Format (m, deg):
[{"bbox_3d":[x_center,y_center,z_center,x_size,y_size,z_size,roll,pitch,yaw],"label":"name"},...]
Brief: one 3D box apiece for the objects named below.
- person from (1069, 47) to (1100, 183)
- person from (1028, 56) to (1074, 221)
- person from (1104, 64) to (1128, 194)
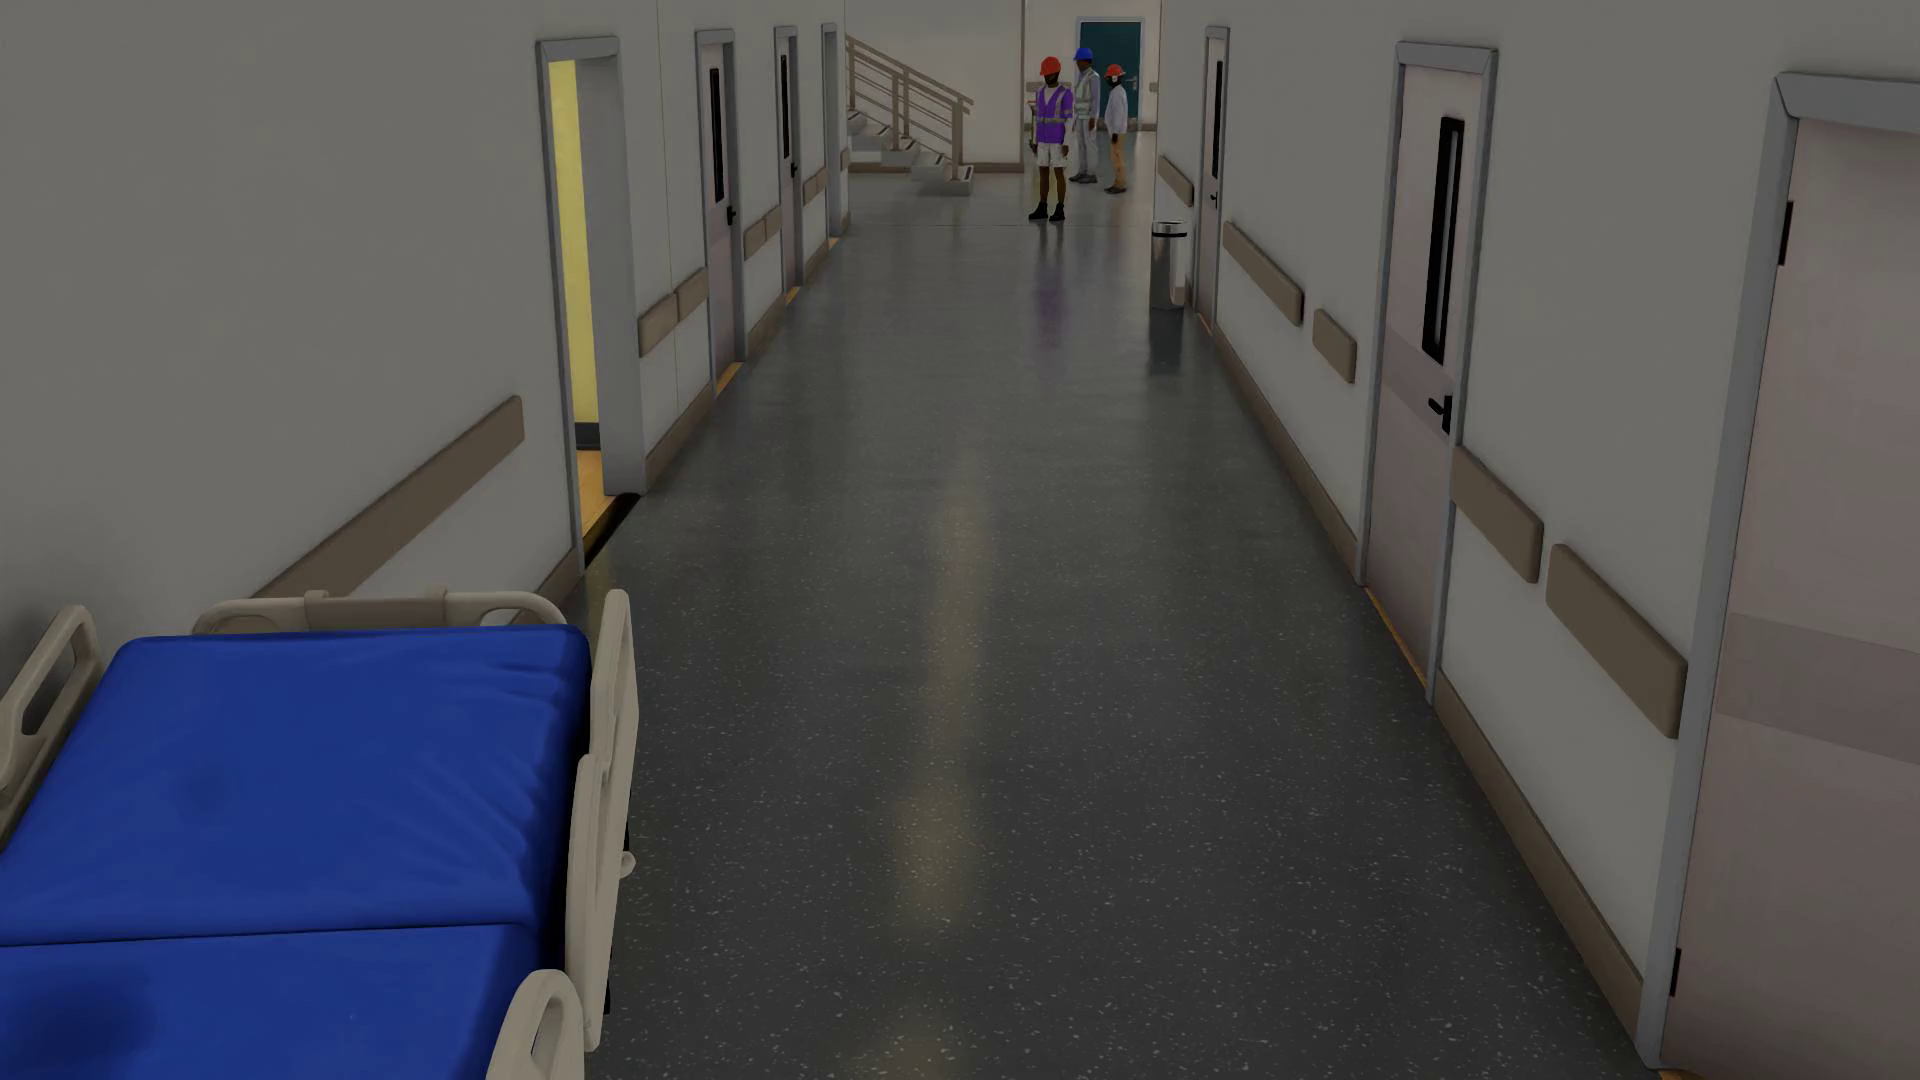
[{"bbox_3d":[1.831,-6.219,24.414,0.422,1.942,0.629,-7,19,-20],"label":"person"},{"bbox_3d":[1.090,-4.820,20.018,0.543,1.932,0.370,14,22,36],"label":"person"},{"bbox_3d":[2.143,-5.687,23.037,0.344,1.750,0.573,3,18,8],"label":"person"}]
